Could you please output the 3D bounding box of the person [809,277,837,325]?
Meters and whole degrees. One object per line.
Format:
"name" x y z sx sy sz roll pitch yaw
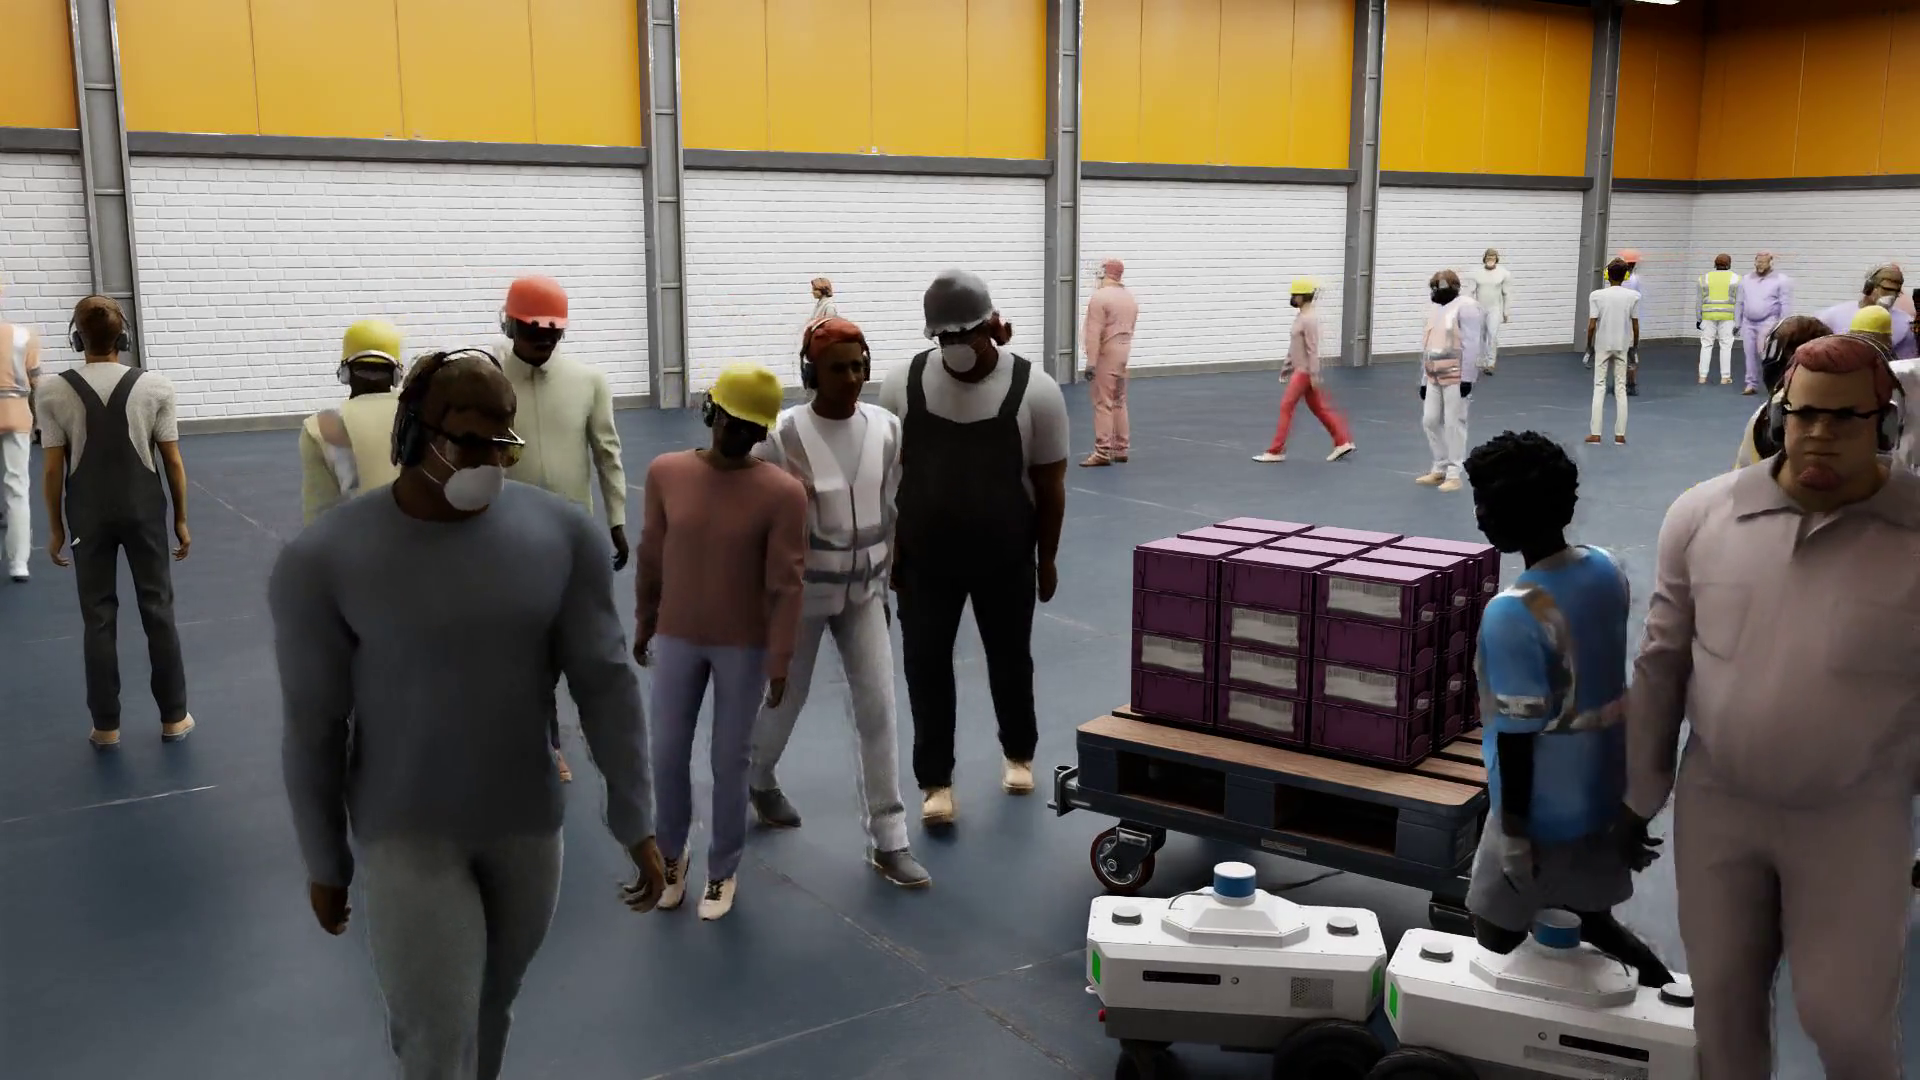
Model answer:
"person" -1.489 -2.067 18.324 0.311 1.634 0.515 -4 11 -21

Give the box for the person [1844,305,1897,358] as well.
"person" 4.856 -0.426 9.112 0.710 1.709 0.517 -8 13 -37

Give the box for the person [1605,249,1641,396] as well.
"person" 8.658 -2.843 21.808 0.609 1.913 0.563 4 11 23

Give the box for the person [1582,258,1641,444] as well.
"person" 6.536 -1.889 16.698 0.533 1.870 0.315 2 10 10

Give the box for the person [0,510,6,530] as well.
"person" -6.968 -1.015 11.902 0.395 1.891 0.733 -4 11 -20

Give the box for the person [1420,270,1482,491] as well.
"person" 4.029 -1.305 13.704 0.434 1.815 0.669 -3 11 -17

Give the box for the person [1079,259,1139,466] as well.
"person" 1.326 -1.613 15.201 0.395 1.872 0.745 8 13 38

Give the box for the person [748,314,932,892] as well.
"person" -0.470 0.167 5.531 0.587 1.846 0.989 -7 13 -34

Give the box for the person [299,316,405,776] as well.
"person" -2.089 0.081 6.118 0.591 1.799 0.876 -8 13 -36

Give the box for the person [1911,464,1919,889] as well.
"person" 3.265 0.152 5.151 0.682 1.998 0.770 7 12 34

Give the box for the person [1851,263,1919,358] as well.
"person" 7.652 -1.372 13.912 0.664 1.857 0.994 3 11 16

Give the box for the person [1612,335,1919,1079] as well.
"person" 1.681 0.534 3.348 0.658 1.892 0.446 9 14 42

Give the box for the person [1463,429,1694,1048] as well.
"person" 1.398 0.587 3.680 0.581 1.659 0.691 -9 14 -41

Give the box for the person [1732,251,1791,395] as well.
"person" 10.464 -2.831 21.786 0.418 1.894 0.657 -9 13 -40

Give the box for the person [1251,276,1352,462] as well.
"person" 3.214 -1.569 15.342 0.925 1.723 0.520 1 10 4

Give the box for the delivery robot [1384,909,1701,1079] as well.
"delivery robot" 1.341 1.081 3.766 0.707 0.478 0.477 5 11 25

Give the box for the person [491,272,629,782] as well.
"person" -1.672 -0.084 6.596 0.623 1.959 0.878 -5 11 -25

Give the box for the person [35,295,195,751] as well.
"person" -3.419 -0.064 6.763 0.516 1.842 0.329 -5 12 -26

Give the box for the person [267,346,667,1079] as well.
"person" -0.912 0.576 3.154 0.634 1.878 0.980 -8 13 -37

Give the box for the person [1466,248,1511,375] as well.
"person" 7.955 -3.440 25.139 0.638 1.892 0.967 5 11 25

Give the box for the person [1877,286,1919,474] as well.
"person" 4.083 -0.152 7.080 0.608 1.917 1.040 -1 10 -6

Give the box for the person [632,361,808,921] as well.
"person" -0.734 0.317 5.027 0.579 1.725 0.387 2 10 9

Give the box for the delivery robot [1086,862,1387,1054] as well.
"delivery robot" 0.661 1.029 4.052 0.707 0.478 0.477 1 10 7

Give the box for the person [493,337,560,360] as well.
"person" -3.236 -0.984 12.494 0.507 1.595 0.831 -3 11 -16

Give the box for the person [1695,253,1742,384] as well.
"person" 10.775 -3.138 23.624 0.626 1.844 0.429 6 12 30

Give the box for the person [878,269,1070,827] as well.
"person" 0.036 -0.011 5.932 0.698 2.000 0.931 1 10 7

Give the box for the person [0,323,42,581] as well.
"person" -5.946 -0.708 10.221 0.587 1.871 1.009 -7 12 -32

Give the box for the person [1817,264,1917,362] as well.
"person" 5.862 -0.845 10.893 0.677 1.902 0.444 3 11 17

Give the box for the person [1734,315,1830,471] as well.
"person" 2.909 0.120 5.893 0.436 1.804 0.776 7 13 35
